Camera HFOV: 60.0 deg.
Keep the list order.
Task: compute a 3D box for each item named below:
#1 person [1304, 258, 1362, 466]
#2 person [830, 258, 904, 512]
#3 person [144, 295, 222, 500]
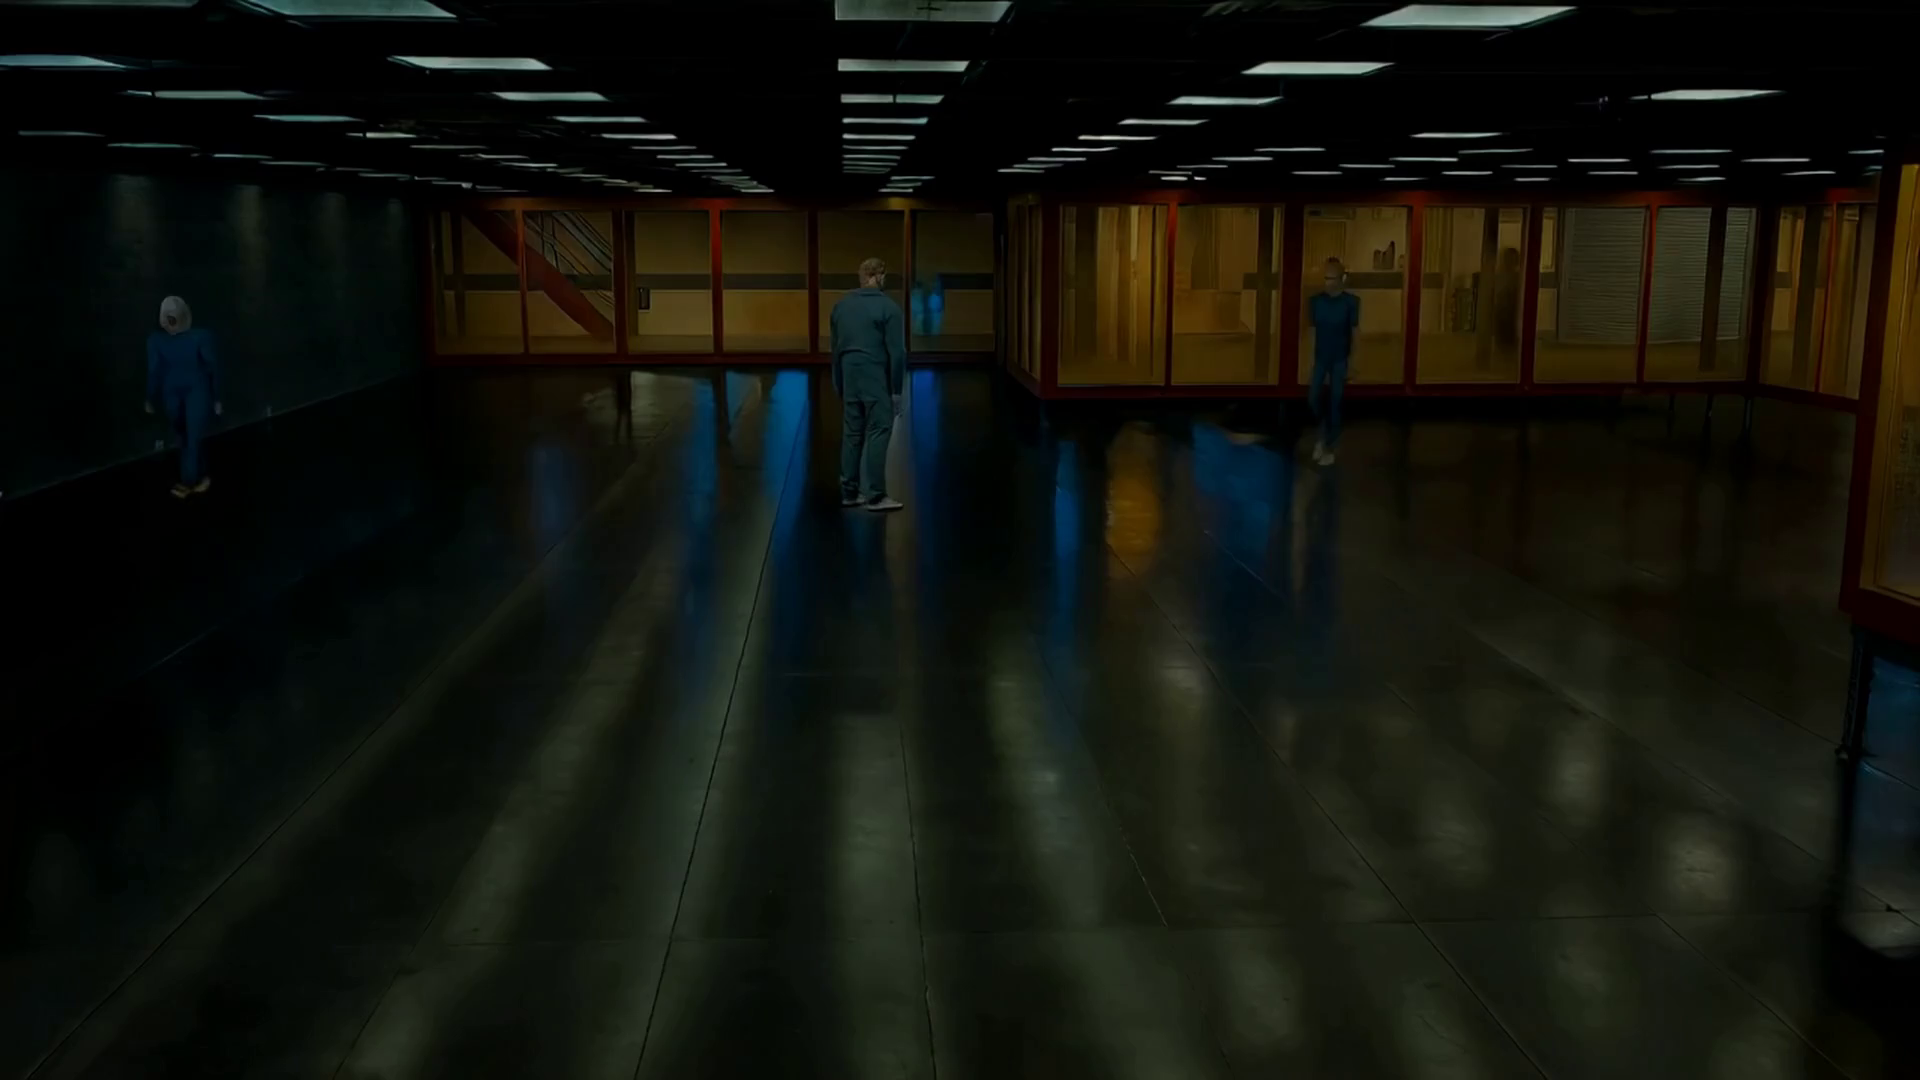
[{"bbox_3d":[3.308,-1.582,14.859,0.558,1.854,0.397,7,12,32],"label":"person"},{"bbox_3d":[-0.674,-1.165,12.532,0.635,1.892,0.394,8,13,37],"label":"person"},{"bbox_3d":[-6.108,-1.113,13.027,0.525,1.583,0.844,0,11,1],"label":"person"}]
